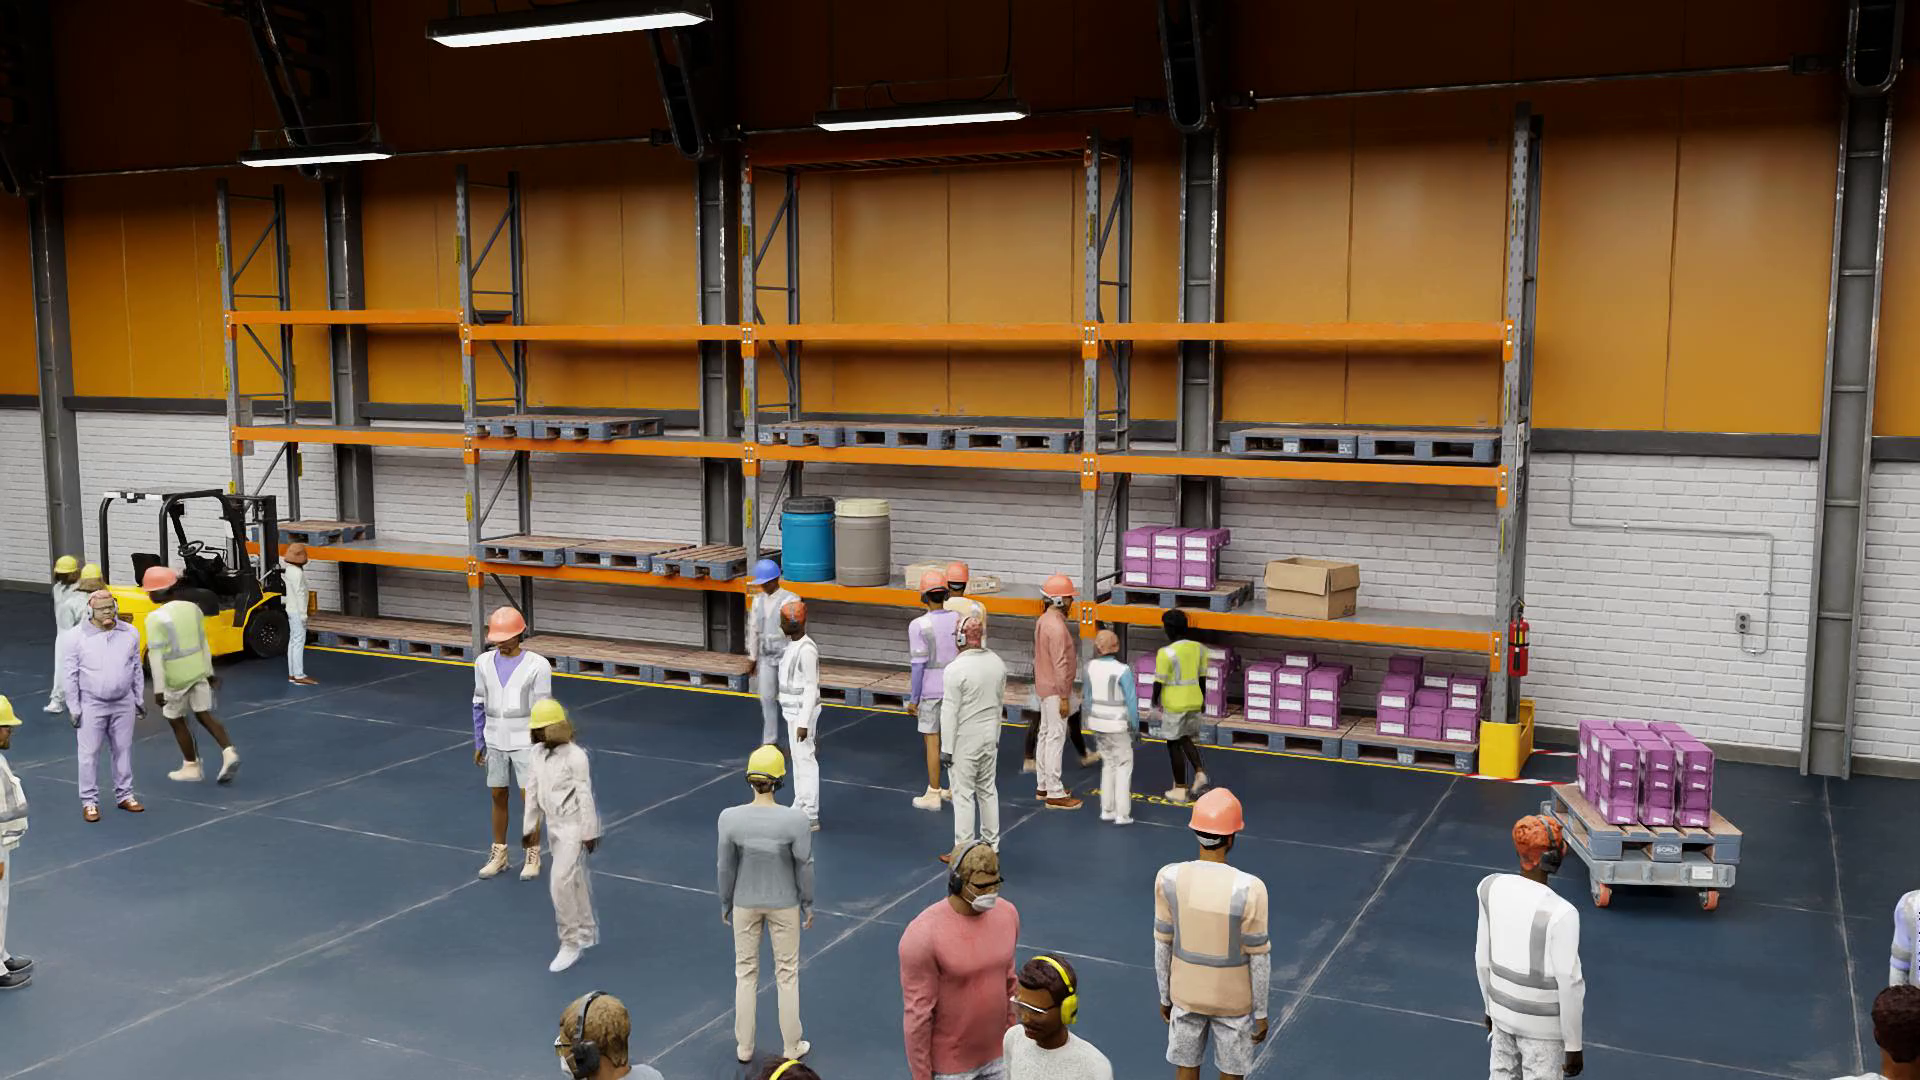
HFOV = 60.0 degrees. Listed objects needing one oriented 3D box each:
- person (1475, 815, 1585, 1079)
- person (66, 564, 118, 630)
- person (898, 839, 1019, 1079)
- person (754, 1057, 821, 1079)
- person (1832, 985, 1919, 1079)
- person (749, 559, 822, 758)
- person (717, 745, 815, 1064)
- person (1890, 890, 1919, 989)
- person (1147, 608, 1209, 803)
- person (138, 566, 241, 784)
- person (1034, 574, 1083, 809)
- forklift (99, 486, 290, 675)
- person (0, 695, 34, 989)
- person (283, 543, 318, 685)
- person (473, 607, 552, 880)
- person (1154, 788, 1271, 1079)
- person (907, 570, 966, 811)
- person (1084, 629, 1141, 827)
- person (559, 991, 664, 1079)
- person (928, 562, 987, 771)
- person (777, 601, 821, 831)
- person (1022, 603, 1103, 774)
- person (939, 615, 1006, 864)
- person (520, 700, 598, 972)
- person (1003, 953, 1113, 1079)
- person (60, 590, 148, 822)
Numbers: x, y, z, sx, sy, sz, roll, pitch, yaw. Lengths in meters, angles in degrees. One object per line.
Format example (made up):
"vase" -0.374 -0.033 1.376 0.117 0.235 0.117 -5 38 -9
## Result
"person" 2.552 2.151 7.433 0.355 1.883 0.575 -4 8 -27
"person" -8.767 1.090 16.876 0.485 1.705 0.741 -3 7 -20
"person" 0.028 2.184 6.951 0.627 1.936 0.371 -7 10 -43
"person" -0.523 2.454 5.051 0.415 1.855 0.560 5 8 34
"person" 3.013 2.385 5.372 0.587 1.914 0.390 3 8 25
"person" -1.685 1.127 15.742 0.761 1.921 0.557 5 8 35
"person" -1.061 2.001 9.151 0.533 1.767 0.312 0 7 3
"person" 4.316 2.152 7.194 0.379 1.937 0.548 -4 8 -30
"person" 1.902 1.423 14.292 0.554 1.671 0.375 -5 9 -36
"person" -6.795 1.213 14.762 0.839 1.990 0.714 2 7 15
"person" 0.821 1.280 14.165 0.376 1.995 0.609 -1 7 -11
"forklift" -9.426 0.454 20.179 1.214 2.155 2.313 3 8 26
"person" -5.932 1.850 10.198 0.403 1.818 0.601 -4 8 -31
"person" -7.634 0.850 19.201 0.279 1.632 0.507 -5 8 -34
"person" -3.306 1.492 12.252 0.605 2.036 0.383 1 7 9
"person" 1.165 2.096 7.664 0.545 1.938 0.358 3 8 25
"person" -0.202 1.268 14.084 0.608 2.040 0.394 -6 9 -39
"person" 1.230 1.534 13.597 0.357 1.611 0.548 -6 9 -39
"person" -1.115 2.387 5.324 0.391 1.927 0.638 1 7 10
"person" -0.023 1.164 15.357 0.544 1.939 0.354 0 7 -4
"person" -1.305 1.420 13.465 0.353 1.884 0.572 -2 7 -17
"person" 0.933 1.308 15.280 0.841 1.650 0.551 -4 8 -29
"person" 0.069 1.517 12.637 0.398 1.900 0.635 6 9 39
"person" -2.562 1.853 10.595 0.495 1.712 0.650 6 9 39
"person" 0.319 2.354 5.857 0.327 1.862 0.511 -6 9 -43
"person" -7.096 1.362 13.845 0.403 1.911 0.637 6 9 40
